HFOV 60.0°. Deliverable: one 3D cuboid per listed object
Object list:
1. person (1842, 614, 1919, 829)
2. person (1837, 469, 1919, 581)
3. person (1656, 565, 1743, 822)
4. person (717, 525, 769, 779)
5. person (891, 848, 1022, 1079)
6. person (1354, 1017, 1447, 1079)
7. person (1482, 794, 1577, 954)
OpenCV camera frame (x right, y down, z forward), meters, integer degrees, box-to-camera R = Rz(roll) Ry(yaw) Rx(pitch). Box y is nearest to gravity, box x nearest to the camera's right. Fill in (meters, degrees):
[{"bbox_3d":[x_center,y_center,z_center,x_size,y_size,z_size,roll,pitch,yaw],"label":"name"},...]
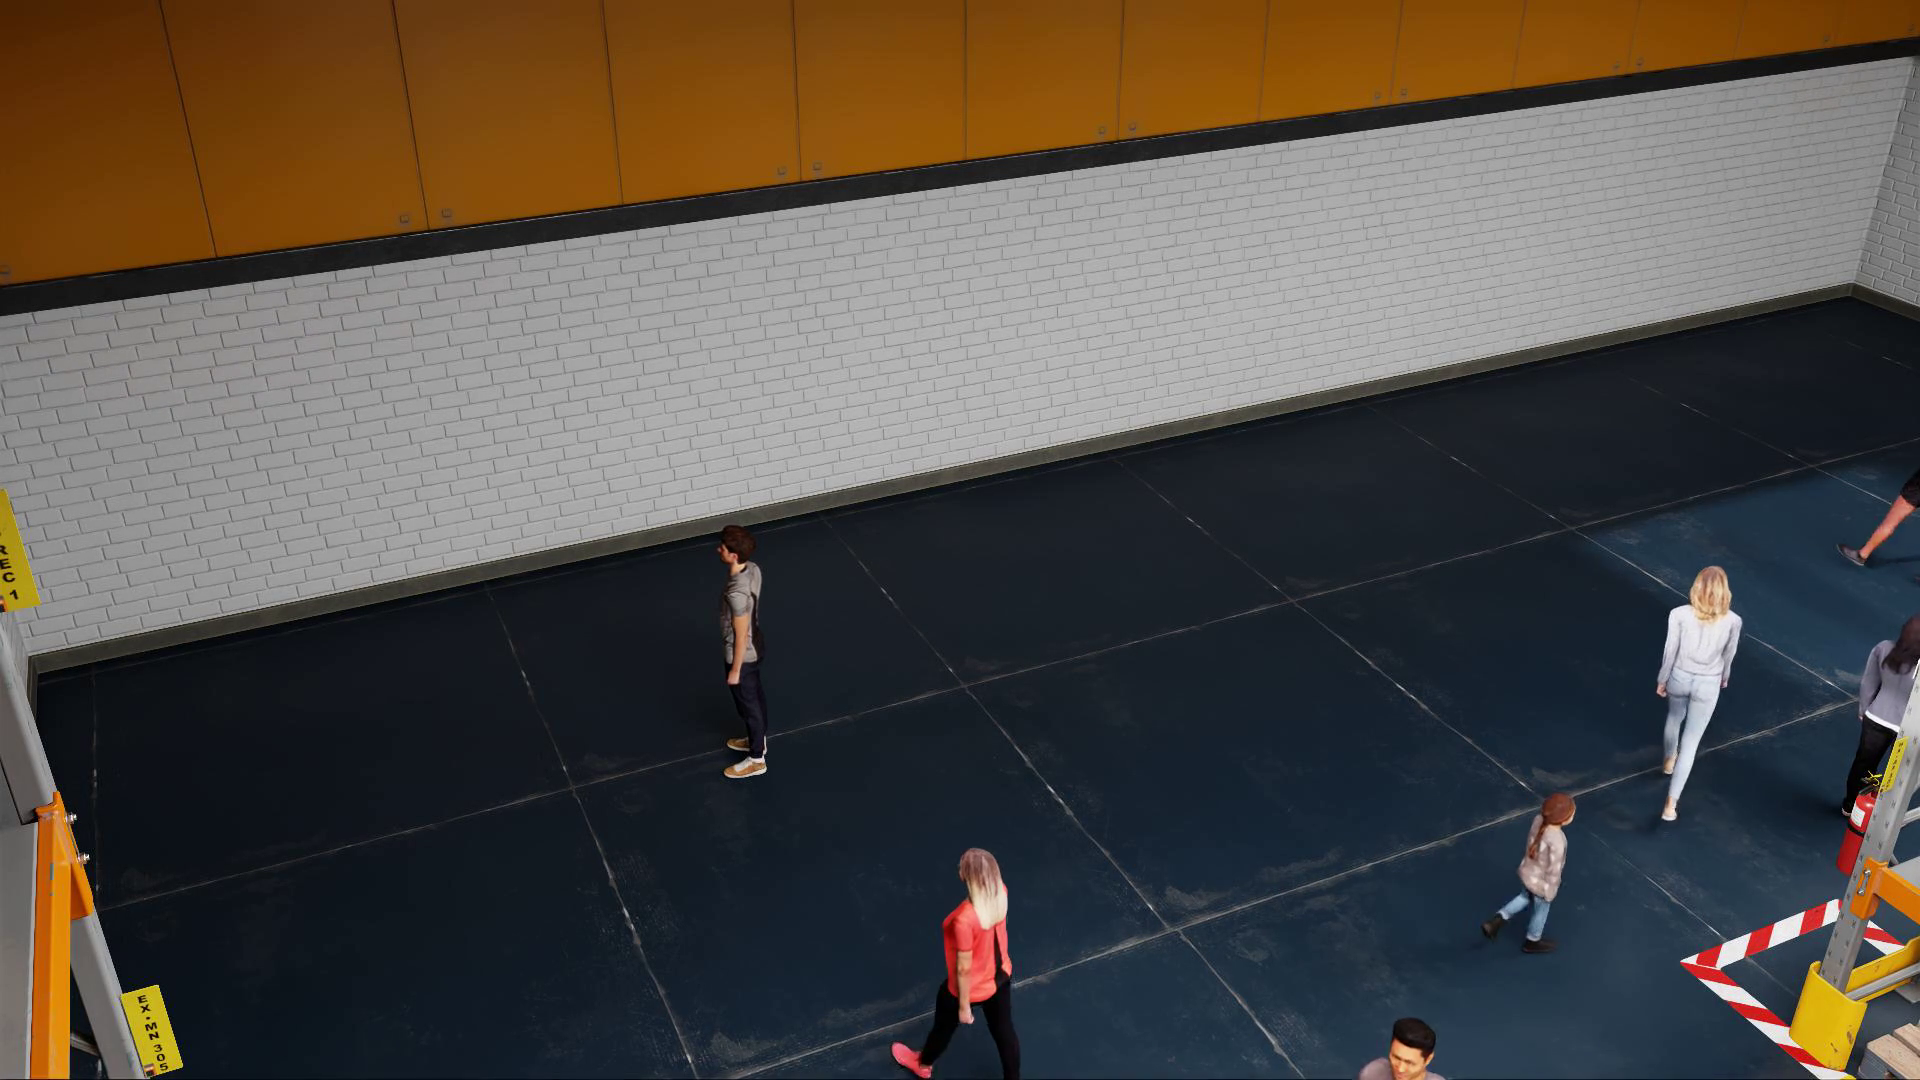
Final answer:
[{"bbox_3d":[6.122,1.175,10.851,0.756,1.597,0.626,-17,33,-29],"label":"person"},{"bbox_3d":[8.045,-0.380,13.593,0.772,1.700,1.152,-21,35,-34],"label":"person"},{"bbox_3d":[4.820,1.034,10.946,1.184,1.752,1.167,13,31,23],"label":"person"},{"bbox_3d":[-1.475,0.744,11.327,0.783,1.897,0.651,0,29,-1],"label":"person"},{"bbox_3d":[0.179,2.342,8.643,1.113,1.662,0.922,19,34,31],"label":"person"},{"bbox_3d":[2.038,2.838,7.634,0.729,1.757,0.840,7,29,13],"label":"person"},{"bbox_3d":[3.375,1.973,9.816,0.661,1.187,0.703,-4,29,-8],"label":"person"}]
